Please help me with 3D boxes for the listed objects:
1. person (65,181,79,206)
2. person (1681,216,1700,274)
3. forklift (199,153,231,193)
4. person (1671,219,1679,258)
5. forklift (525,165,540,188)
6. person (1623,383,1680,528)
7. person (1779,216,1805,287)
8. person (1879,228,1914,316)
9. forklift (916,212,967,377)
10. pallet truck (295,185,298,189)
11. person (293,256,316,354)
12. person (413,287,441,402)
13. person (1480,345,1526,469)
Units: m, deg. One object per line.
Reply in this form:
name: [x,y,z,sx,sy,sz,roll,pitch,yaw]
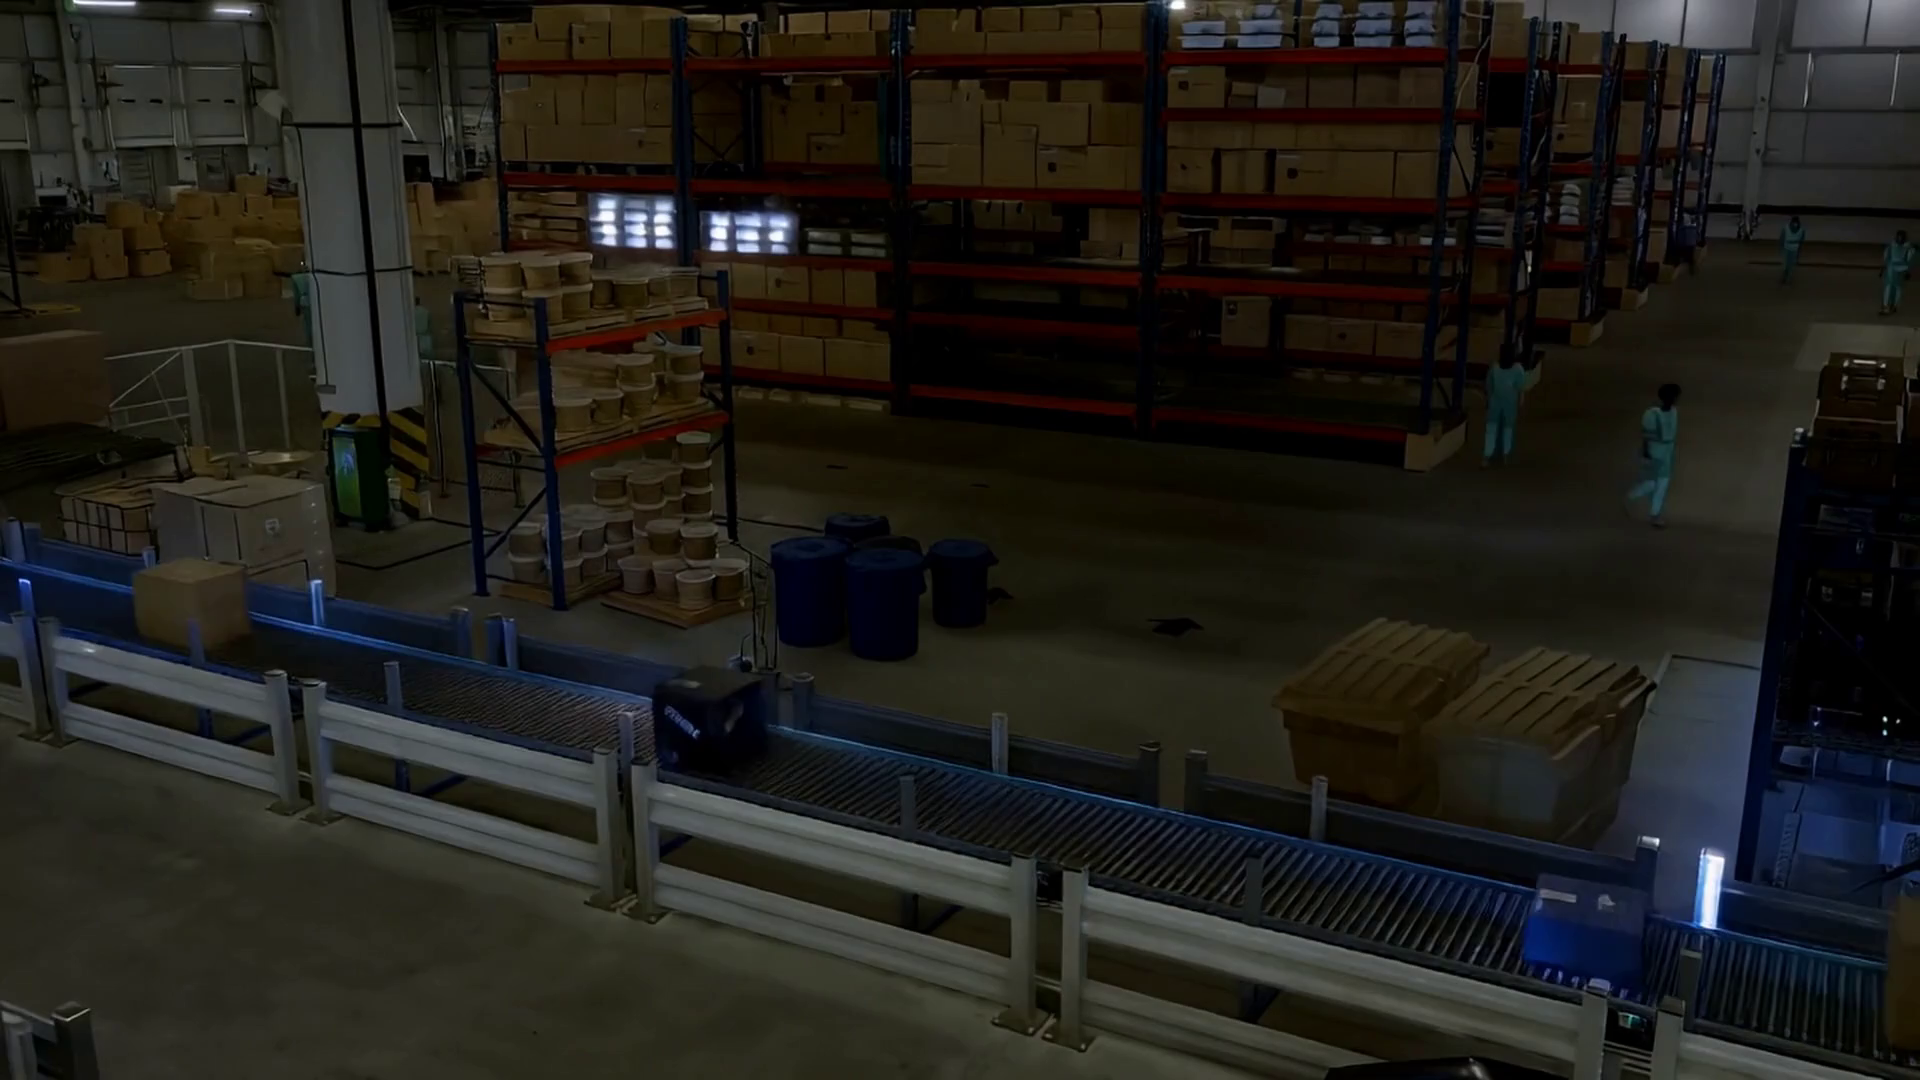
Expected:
person: [-34.897,-13.286,65.433,0.546,1.625,0.375,5,16,19]
person: [20.518,-8.316,46.810,0.519,1.605,0.558,-3,15,-12]
forklift: [-27.440,-12.865,61.464,1.873,2.768,1.129,8,17,28]
person: [19.795,-8.421,46.599,0.372,1.916,0.597,-14,21,-43]
forklift: [-16.451,-13.596,64.211,1.873,2.768,1.129,1,15,2]
person: [7.969,-0.986,19.092,0.544,1.679,0.469,-6,16,-22]
person: [21.679,-7.506,43.349,0.569,1.827,0.581,5,16,18]
person: [21.239,-6.088,37.720,0.638,1.989,1.002,11,18,36]
forklift: [-0.842,-4.414,29.695,1.873,2.768,1.129,8,17,28]
pallet truck: [-26.804,-14.617,69.738,1.885,1.965,0.823,-14,20,-42]
person: [-12.463,-4.509,31.943,0.629,1.880,0.899,-7,17,-26]
person: [-8.665,-3.120,26.709,0.553,1.908,0.893,-10,18,-33]
person: [7.192,-1.758,22.043,0.553,1.644,0.875,9,17,30]
